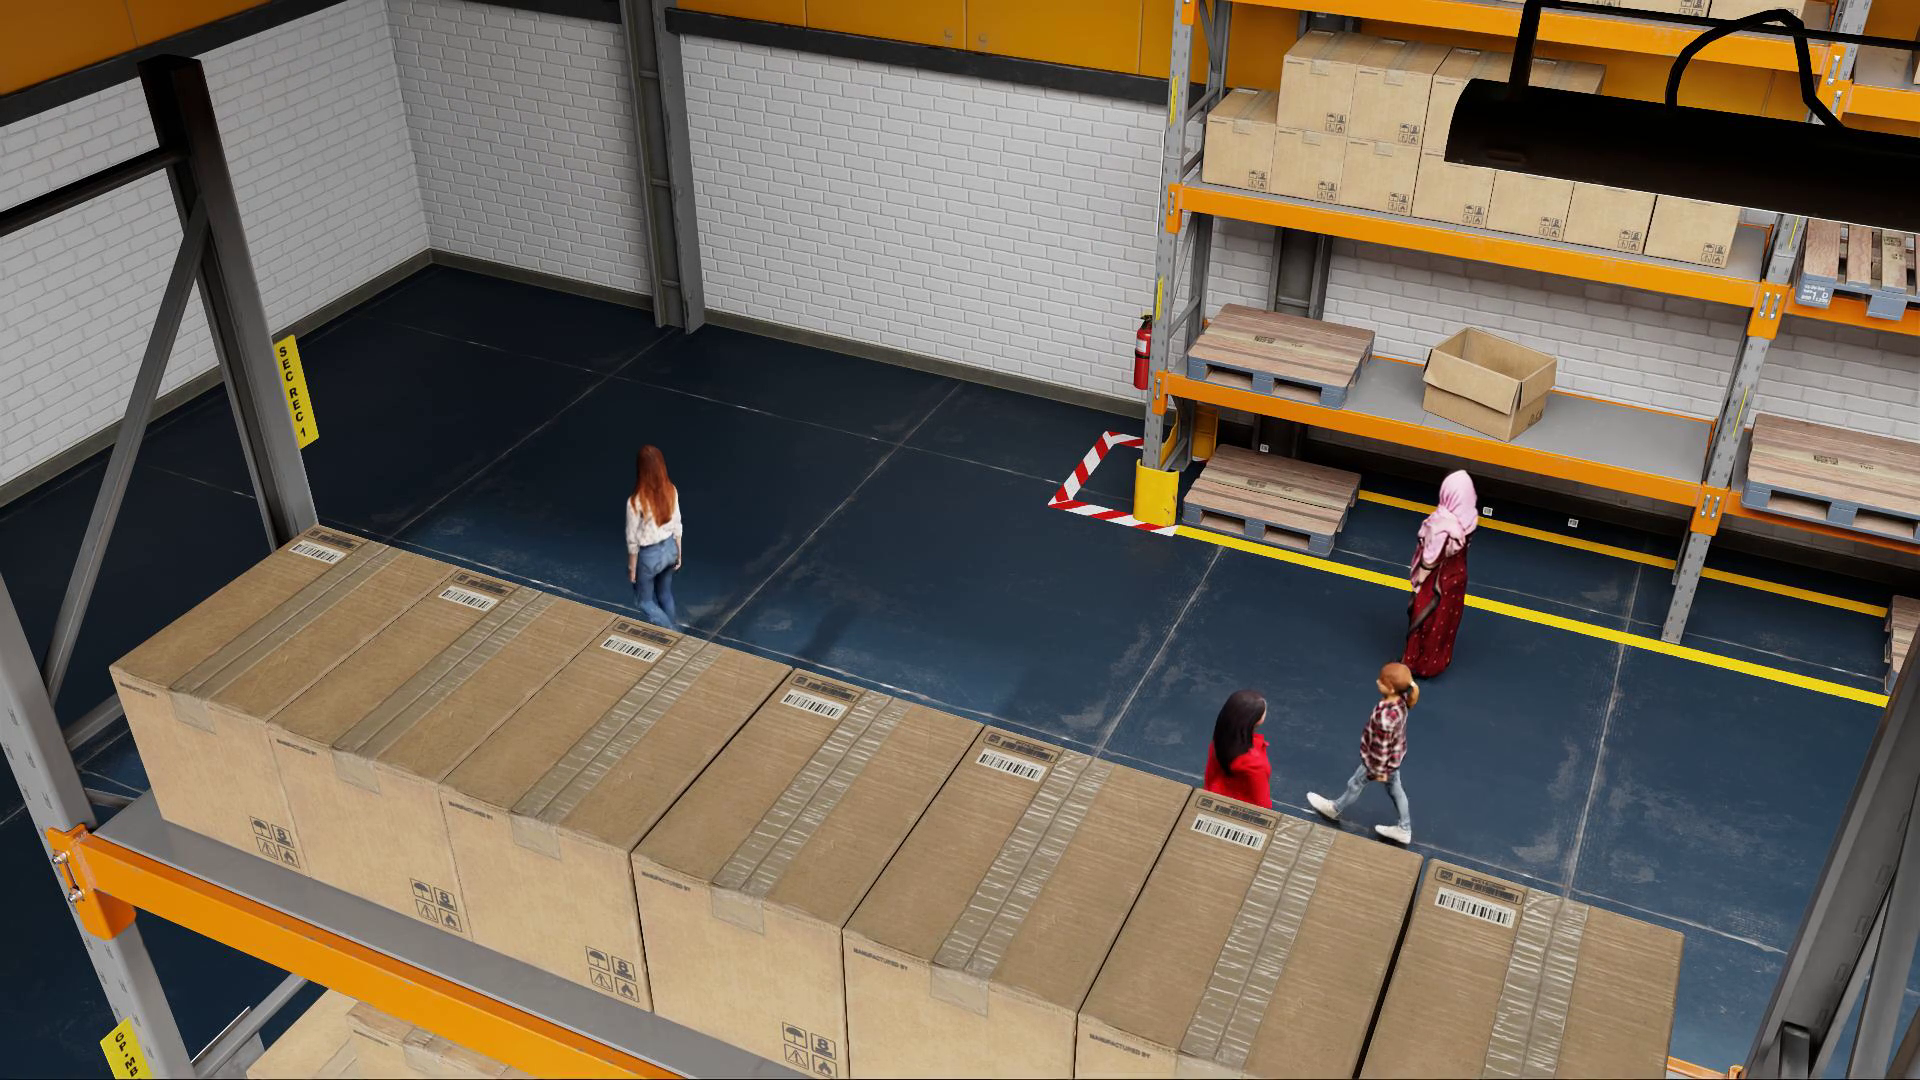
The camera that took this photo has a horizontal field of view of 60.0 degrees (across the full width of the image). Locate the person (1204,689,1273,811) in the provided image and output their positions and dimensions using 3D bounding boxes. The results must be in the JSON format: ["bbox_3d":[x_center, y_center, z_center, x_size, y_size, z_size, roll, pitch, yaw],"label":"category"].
[{"bbox_3d":[1.447,1.546,9.206,0.820,1.734,0.764,-9,35,-14],"label":"person"}]

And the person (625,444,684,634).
[{"bbox_3d":[-2.023,0.155,11.318,0.751,1.713,0.941,-28,43,-36],"label":"person"}]

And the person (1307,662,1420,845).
[{"bbox_3d":[2.604,1.309,9.982,0.917,1.271,0.615,20,38,27],"label":"person"}]

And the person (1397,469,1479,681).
[{"bbox_3d":[3.262,0.232,11.270,0.756,1.639,0.768,-21,39,-29],"label":"person"}]
